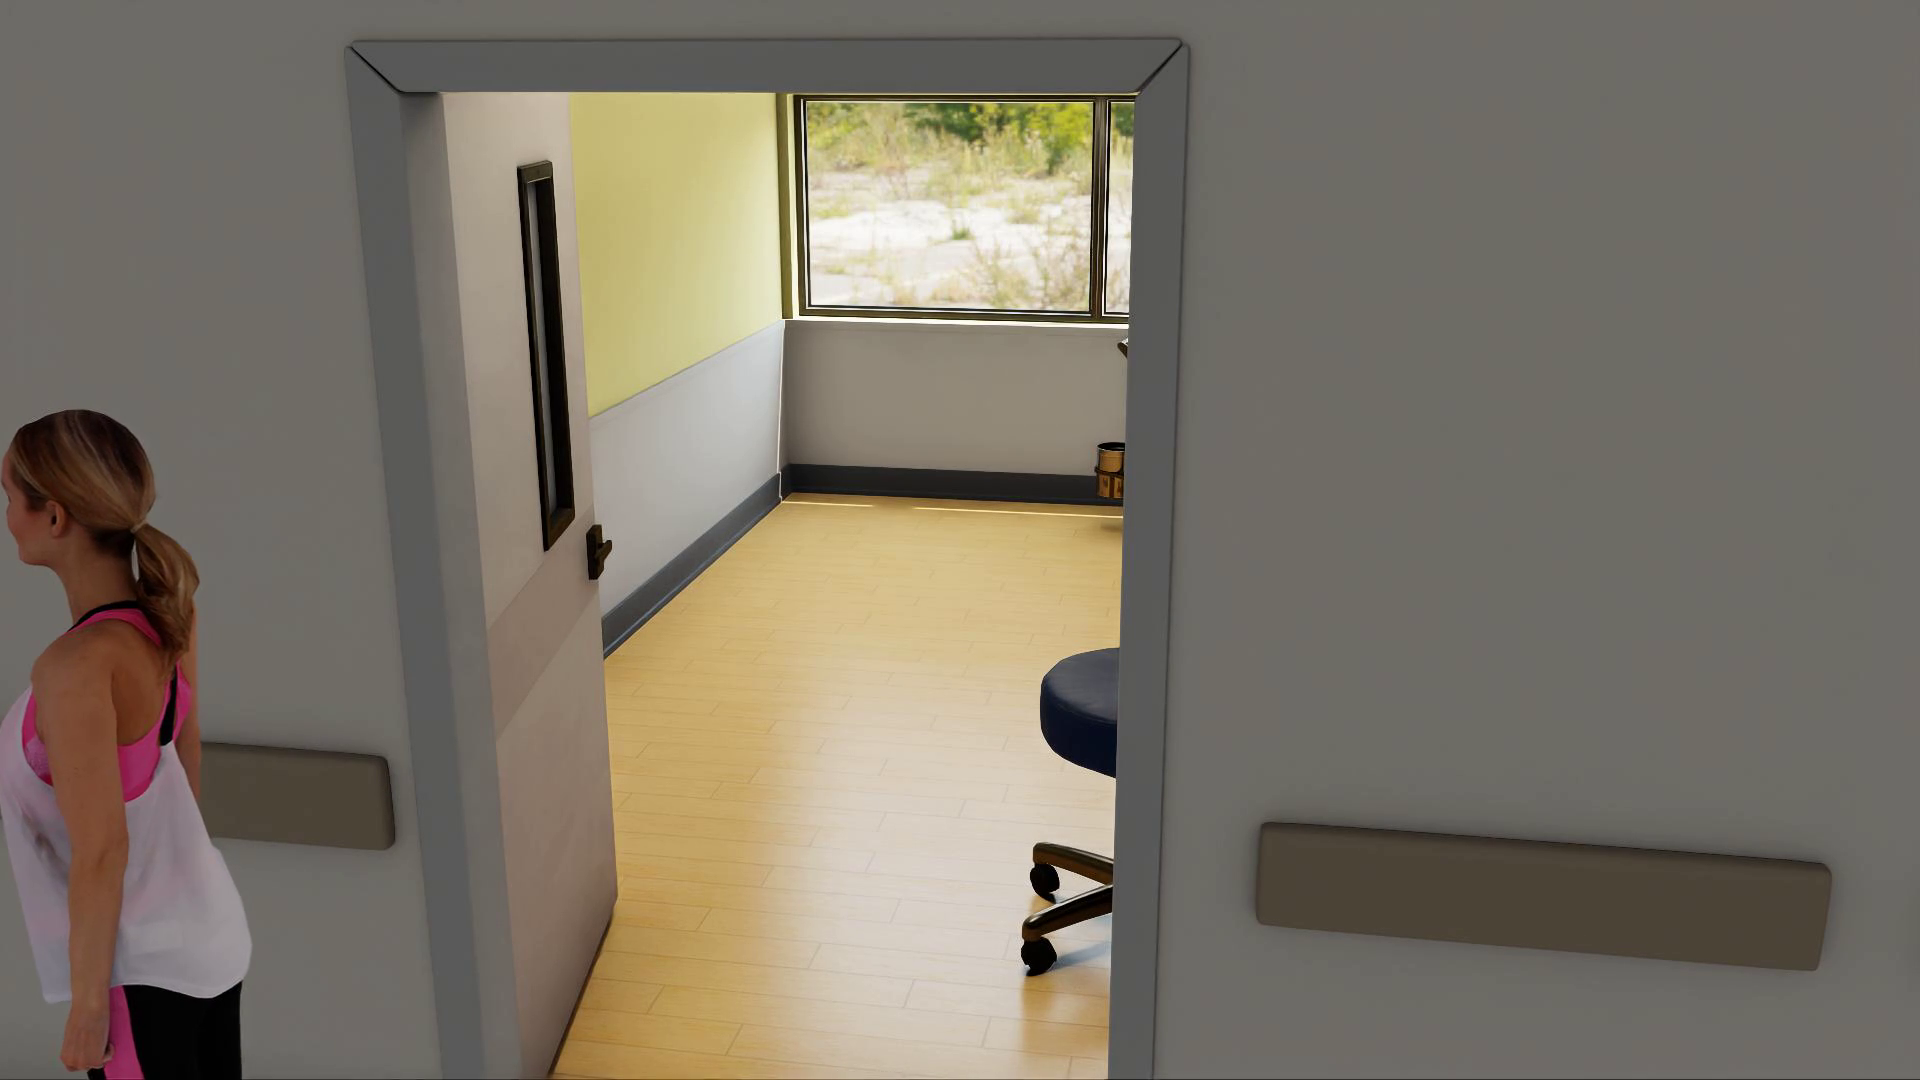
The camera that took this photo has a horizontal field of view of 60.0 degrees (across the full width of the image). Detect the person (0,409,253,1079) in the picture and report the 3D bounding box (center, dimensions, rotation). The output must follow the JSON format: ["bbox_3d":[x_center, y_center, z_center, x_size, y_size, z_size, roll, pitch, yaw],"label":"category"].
[{"bbox_3d":[-1.259,0.673,2.625,0.607,1.787,0.664,-1,16,-5],"label":"person"}]
